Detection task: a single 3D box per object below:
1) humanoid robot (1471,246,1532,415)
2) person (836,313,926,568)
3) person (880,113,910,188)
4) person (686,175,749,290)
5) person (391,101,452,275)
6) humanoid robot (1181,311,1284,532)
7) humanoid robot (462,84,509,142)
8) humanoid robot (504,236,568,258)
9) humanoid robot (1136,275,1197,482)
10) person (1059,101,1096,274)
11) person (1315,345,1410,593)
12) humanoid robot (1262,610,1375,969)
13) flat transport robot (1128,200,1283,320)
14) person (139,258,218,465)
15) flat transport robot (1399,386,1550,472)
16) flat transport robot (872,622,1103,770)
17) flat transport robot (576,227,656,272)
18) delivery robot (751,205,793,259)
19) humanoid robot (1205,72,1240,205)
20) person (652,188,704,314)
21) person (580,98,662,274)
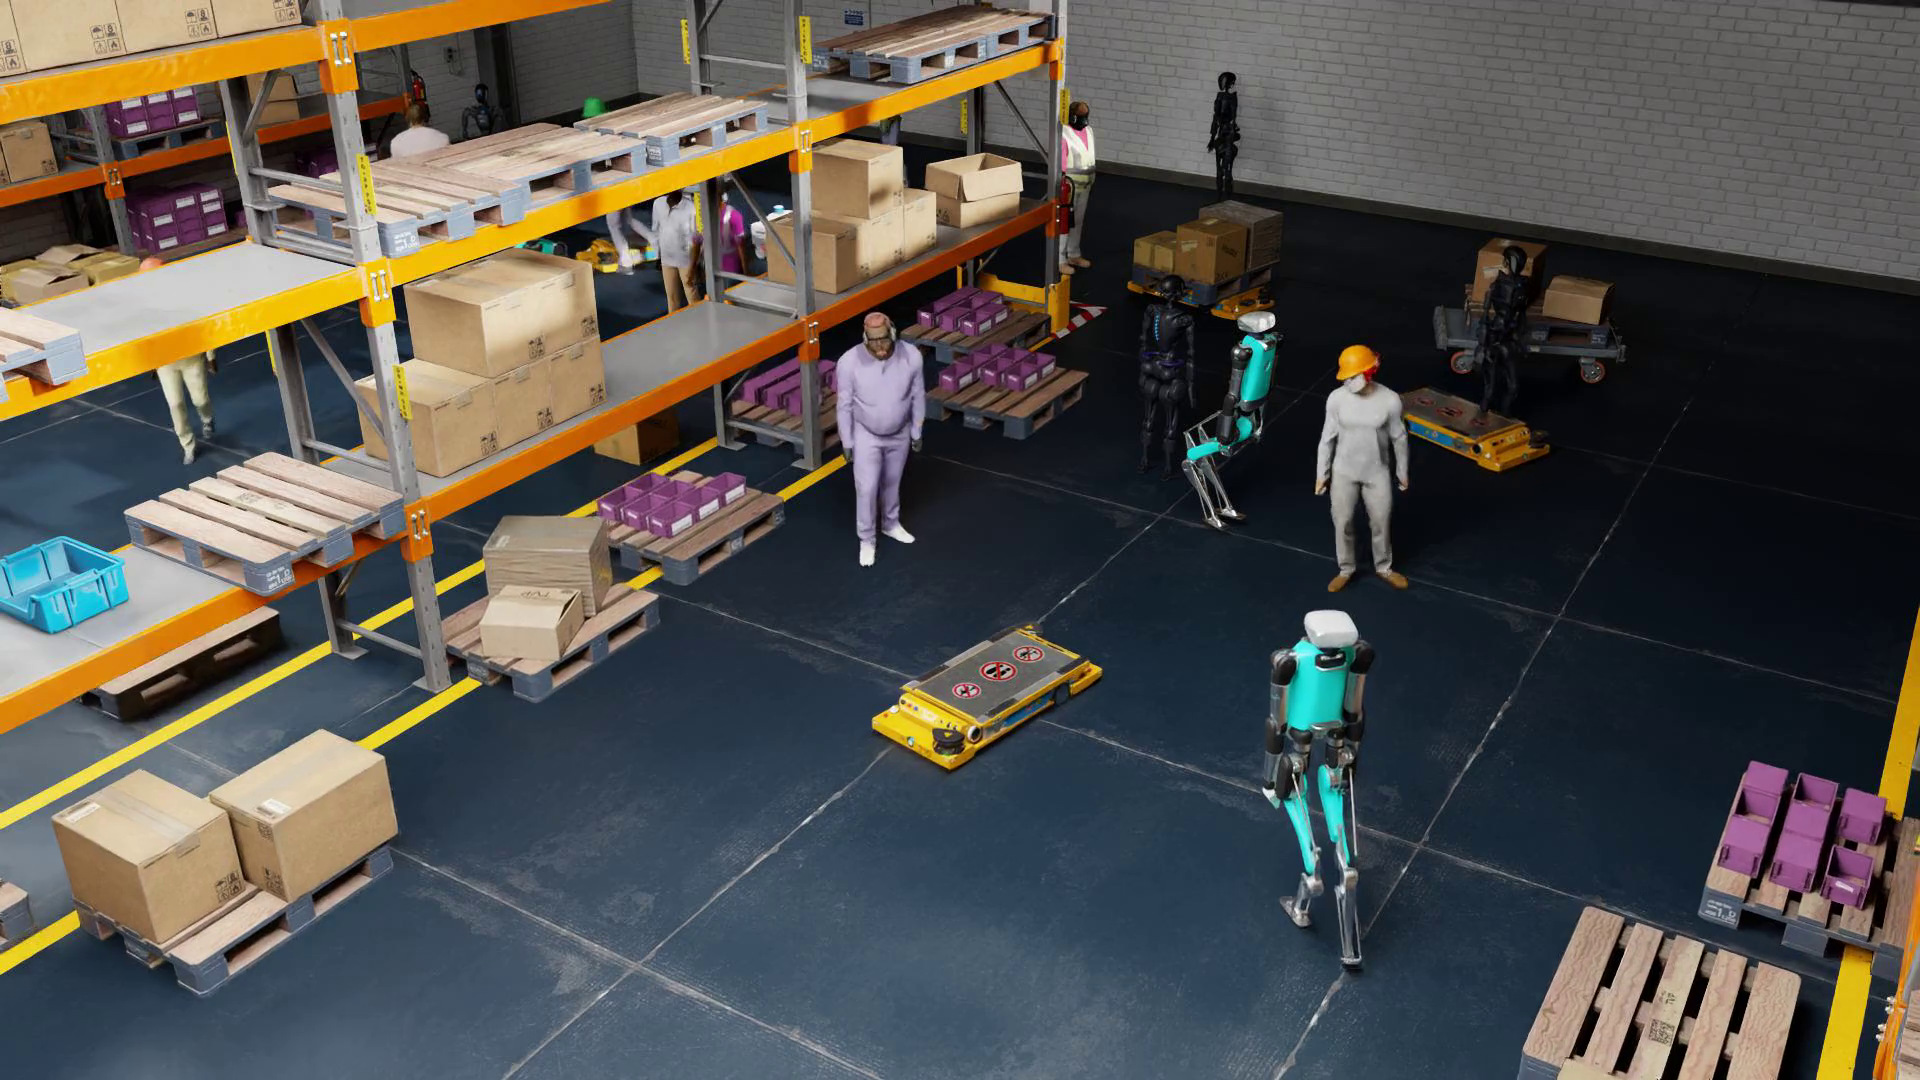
[{"bbox_3d":[4.512,-1.642,13.868,0.608,1.646,0.344,-17,32,-30],"label":"humanoid robot"},{"bbox_3d":[-0.550,-0.746,11.903,0.647,1.875,0.639,-9,28,-18],"label":"person"},{"bbox_3d":[-0.886,-5.291,21.129,0.364,1.618,0.721,-8,28,-16],"label":"person"},{"bbox_3d":[-2.275,-2.443,15.295,0.554,1.812,0.868,14,30,26],"label":"person"},{"bbox_3d":[-5.633,-3.649,17.589,0.629,1.911,0.835,-2,27,-5],"label":"person"},{"bbox_3d":[1.933,-0.920,12.241,0.735,1.677,0.533,23,35,38],"label":"humanoid robot"},{"bbox_3d":[-5.549,-4.543,19.599,0.591,1.646,0.347,-3,27,-7],"label":"humanoid robot"},{"bbox_3d":[-3.558,-1.740,14.022,0.534,1.803,0.777,2,27,3],"label":"humanoid robot"},{"bbox_3d":[1.621,-1.297,13.183,0.315,1.657,0.599,-22,34,-36],"label":"humanoid robot"},{"bbox_3d":[1.245,-3.818,17.987,0.429,1.839,0.633,19,32,32],"label":"person"},{"bbox_3d":[2.781,-0.470,11.379,0.680,1.849,0.475,7,28,13],"label":"person"},{"bbox_3d":[1.818,1.305,8.115,0.543,1.893,0.771,-8,28,-16],"label":"humanoid robot"},{"bbox_3d":[2.504,-2.601,17.323,0.659,0.231,1.431,-24,35,-38],"label":"flat transport robot"},{"bbox_3d":[-6.358,-1.497,13.530,0.590,1.726,0.554,-7,28,-14],"label":"person"},{"bbox_3d":[4.202,-0.961,14.092,0.659,0.231,1.431,-18,32,-31],"label":"flat transport robot"},{"bbox_3d":[0.189,0.942,10.341,0.659,0.231,1.431,23,35,37],"label":"flat transport robot"},{"bbox_3d":[-3.519,-3.294,18.688,1.431,0.231,0.659,-20,33,-34],"label":"flat transport robot"},{"bbox_3d":[-2.000,-3.461,18.723,0.518,0.613,0.784,15,31,27],"label":"delivery robot"},{"bbox_3d":[3.199,-4.820,20.124,0.315,1.657,0.599,-7,28,-14],"label":"humanoid robot"},{"bbox_3d":[-2.702,-2.695,15.867,0.571,1.749,0.340,12,29,22],"label":"person"},{"bbox_3d":[-3.623,-3.760,17.794,0.753,1.913,0.532,8,28,15],"label":"person"}]
